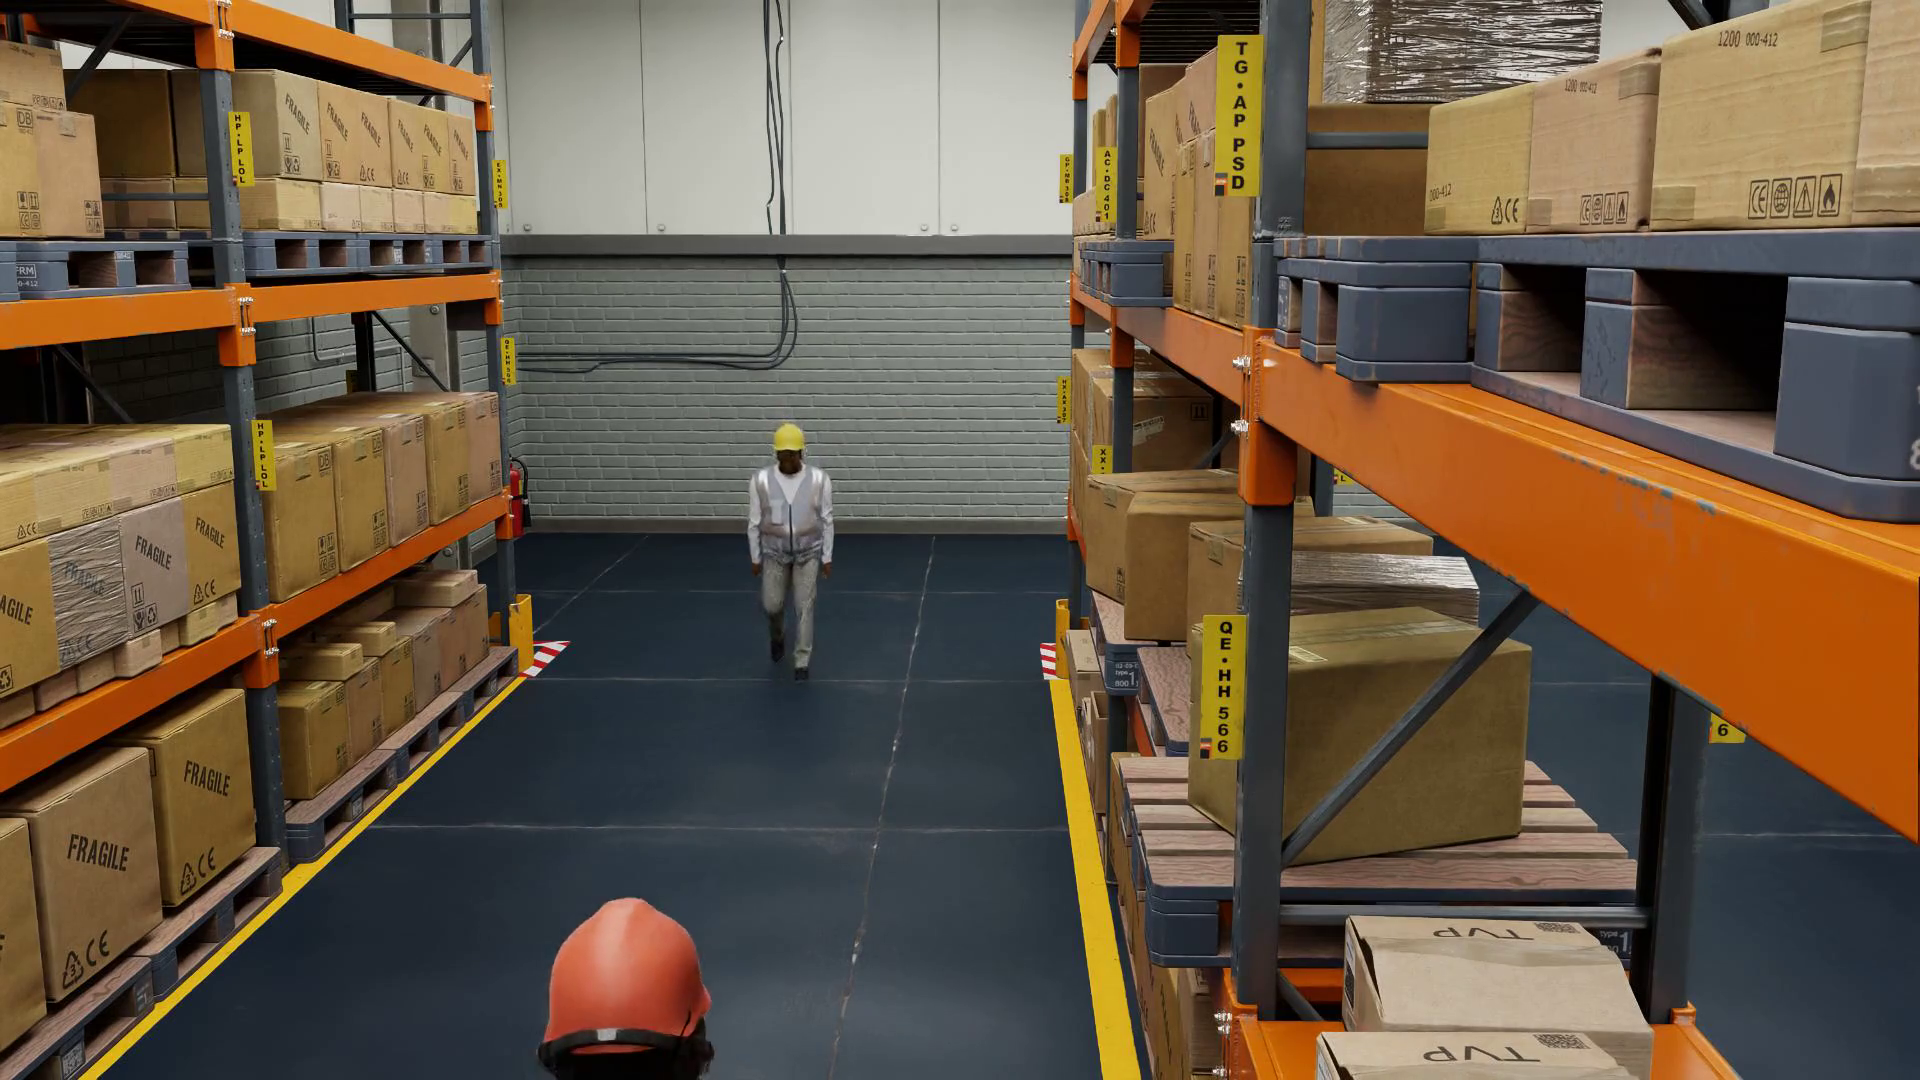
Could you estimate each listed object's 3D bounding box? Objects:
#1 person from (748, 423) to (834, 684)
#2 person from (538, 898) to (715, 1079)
[{"bbox_3d":[-1.174,0.078,11.620,0.597,1.818,0.512,-1,10,-5],"label":"person"},{"bbox_3d":[-0.494,1.558,2.687,0.631,2.024,0.422,1,10,5],"label":"person"}]
